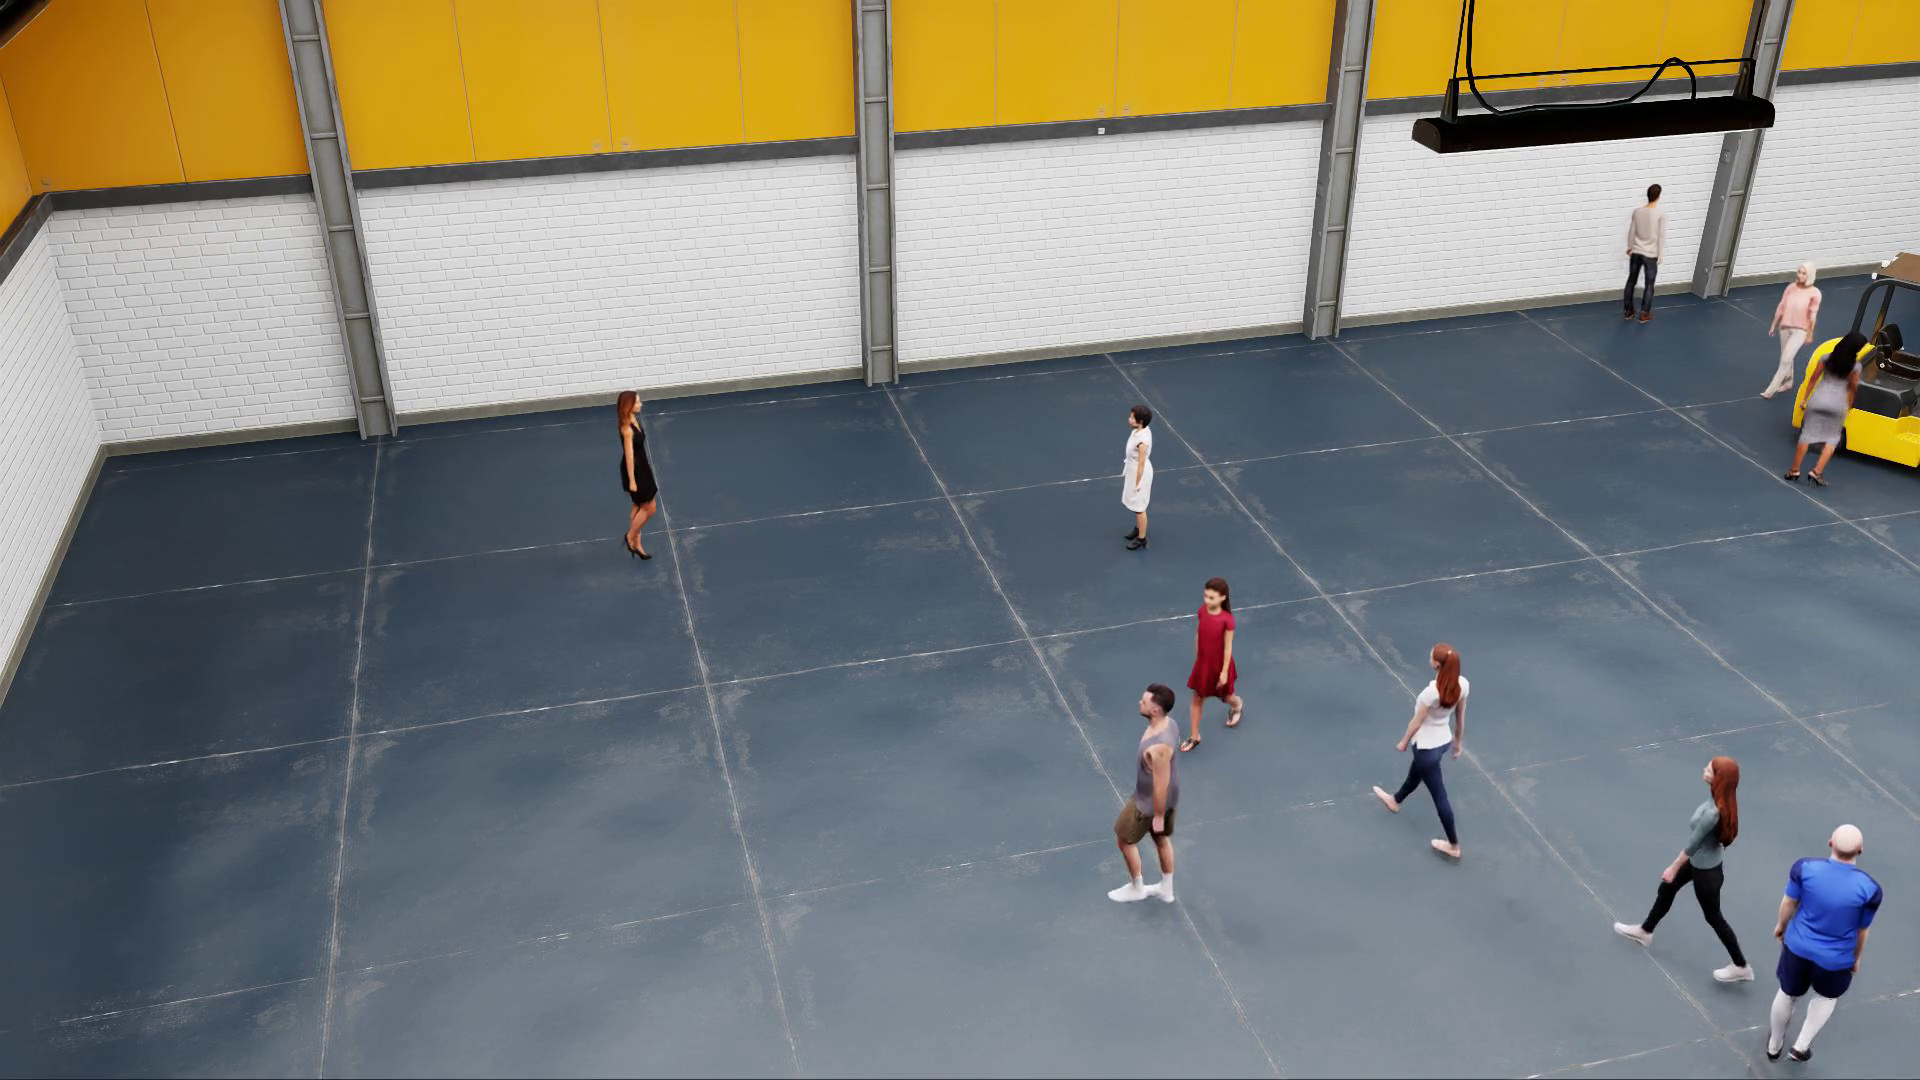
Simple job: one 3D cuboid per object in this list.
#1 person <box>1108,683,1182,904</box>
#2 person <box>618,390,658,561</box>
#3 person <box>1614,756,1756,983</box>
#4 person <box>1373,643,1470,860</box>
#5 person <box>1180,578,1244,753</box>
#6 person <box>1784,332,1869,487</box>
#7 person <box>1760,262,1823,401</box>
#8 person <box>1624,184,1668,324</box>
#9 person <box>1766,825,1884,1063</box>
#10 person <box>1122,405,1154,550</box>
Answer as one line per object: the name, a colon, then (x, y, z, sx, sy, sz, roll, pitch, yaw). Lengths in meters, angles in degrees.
person: (1.446, 1.822, 11.675, 0.870, 1.830, 0.811, 8, 30, 14)
person: (-3.272, -0.607, 16.343, 0.666, 1.828, 0.645, -2, 29, -4)
person: (5.088, 2.265, 11.212, 1.136, 1.700, 1.143, 19, 34, 30)
person: (3.598, 1.612, 12.421, 1.150, 1.687, 0.898, -18, 33, -30)
person: (2.138, 0.985, 13.733, 0.918, 1.531, 1.041, 20, 35, 32)
person: (9.324, -1.396, 17.859, 0.729, 1.761, 0.786, 8, 30, 14)
person: (10.084, -2.531, 20.013, 1.115, 1.690, 0.811, -17, 33, -28)
person: (9.098, -3.811, 22.179, 0.824, 1.864, 0.814, -24, 37, -37)
person: (5.374, 2.609, 10.447, 0.820, 1.828, 0.866, 20, 35, 32)
person: (1.805, -0.651, 16.711, 0.623, 1.552, 0.624, 2, 29, 4)
